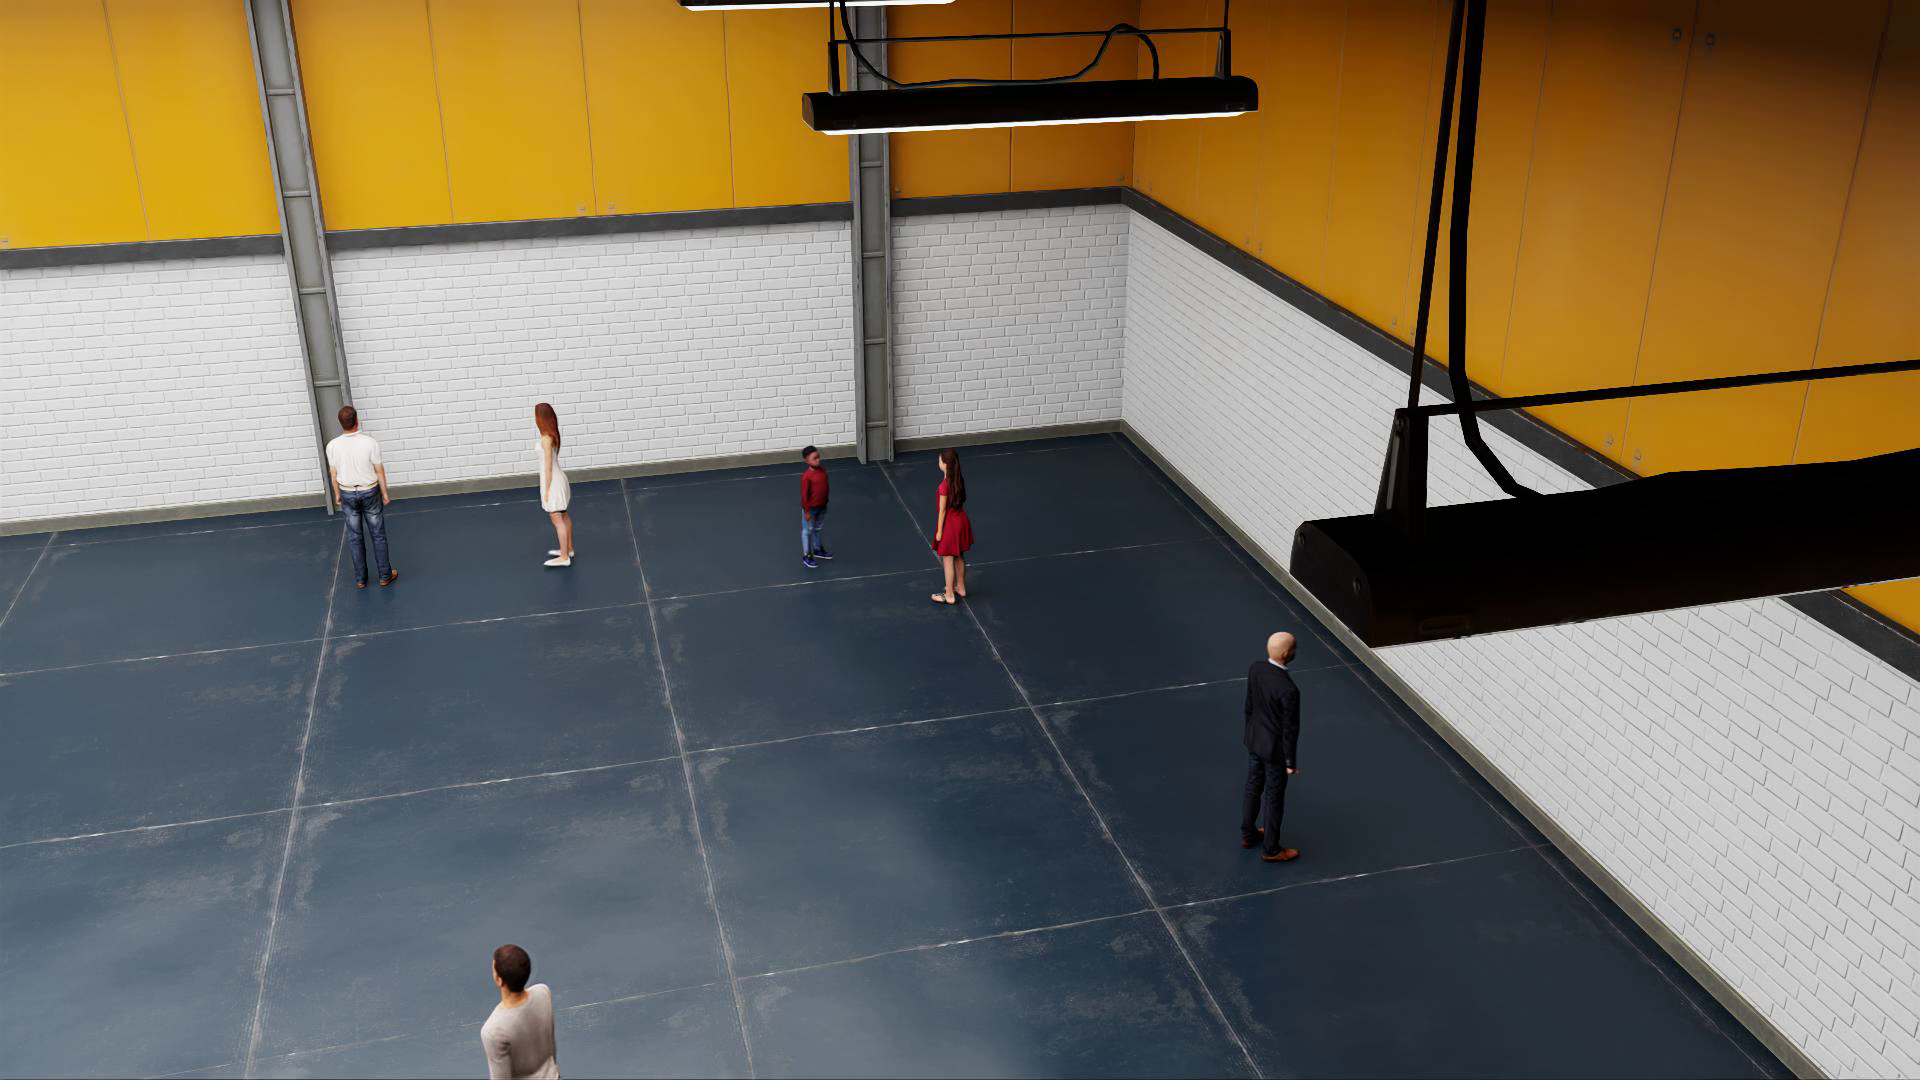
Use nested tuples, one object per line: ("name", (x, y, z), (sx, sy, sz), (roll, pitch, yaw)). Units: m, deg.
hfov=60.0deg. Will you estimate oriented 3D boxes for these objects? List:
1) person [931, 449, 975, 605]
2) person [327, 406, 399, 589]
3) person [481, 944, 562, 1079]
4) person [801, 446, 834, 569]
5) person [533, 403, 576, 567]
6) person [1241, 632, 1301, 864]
("person", (-0.074, -0.144, 16.065), (0.748, 1.551, 0.688), (13, 27, 28))
("person", (-5.890, -0.426, 16.329), (0.530, 1.856, 0.736), (-4, 24, -9))
("person", (-2.247, 2.905, 8.695), (0.786, 1.867, 0.738), (11, 26, 24))
("person", (-1.493, -0.369, 16.947), (0.646, 1.256, 0.573), (16, 28, 33))
("person", (-4.108, -0.578, 16.857), (0.567, 1.711, 0.599), (-2, 24, -5))
("person", (2.248, 1.479, 12.040), (0.660, 1.800, 0.722), (-12, 26, -25))
